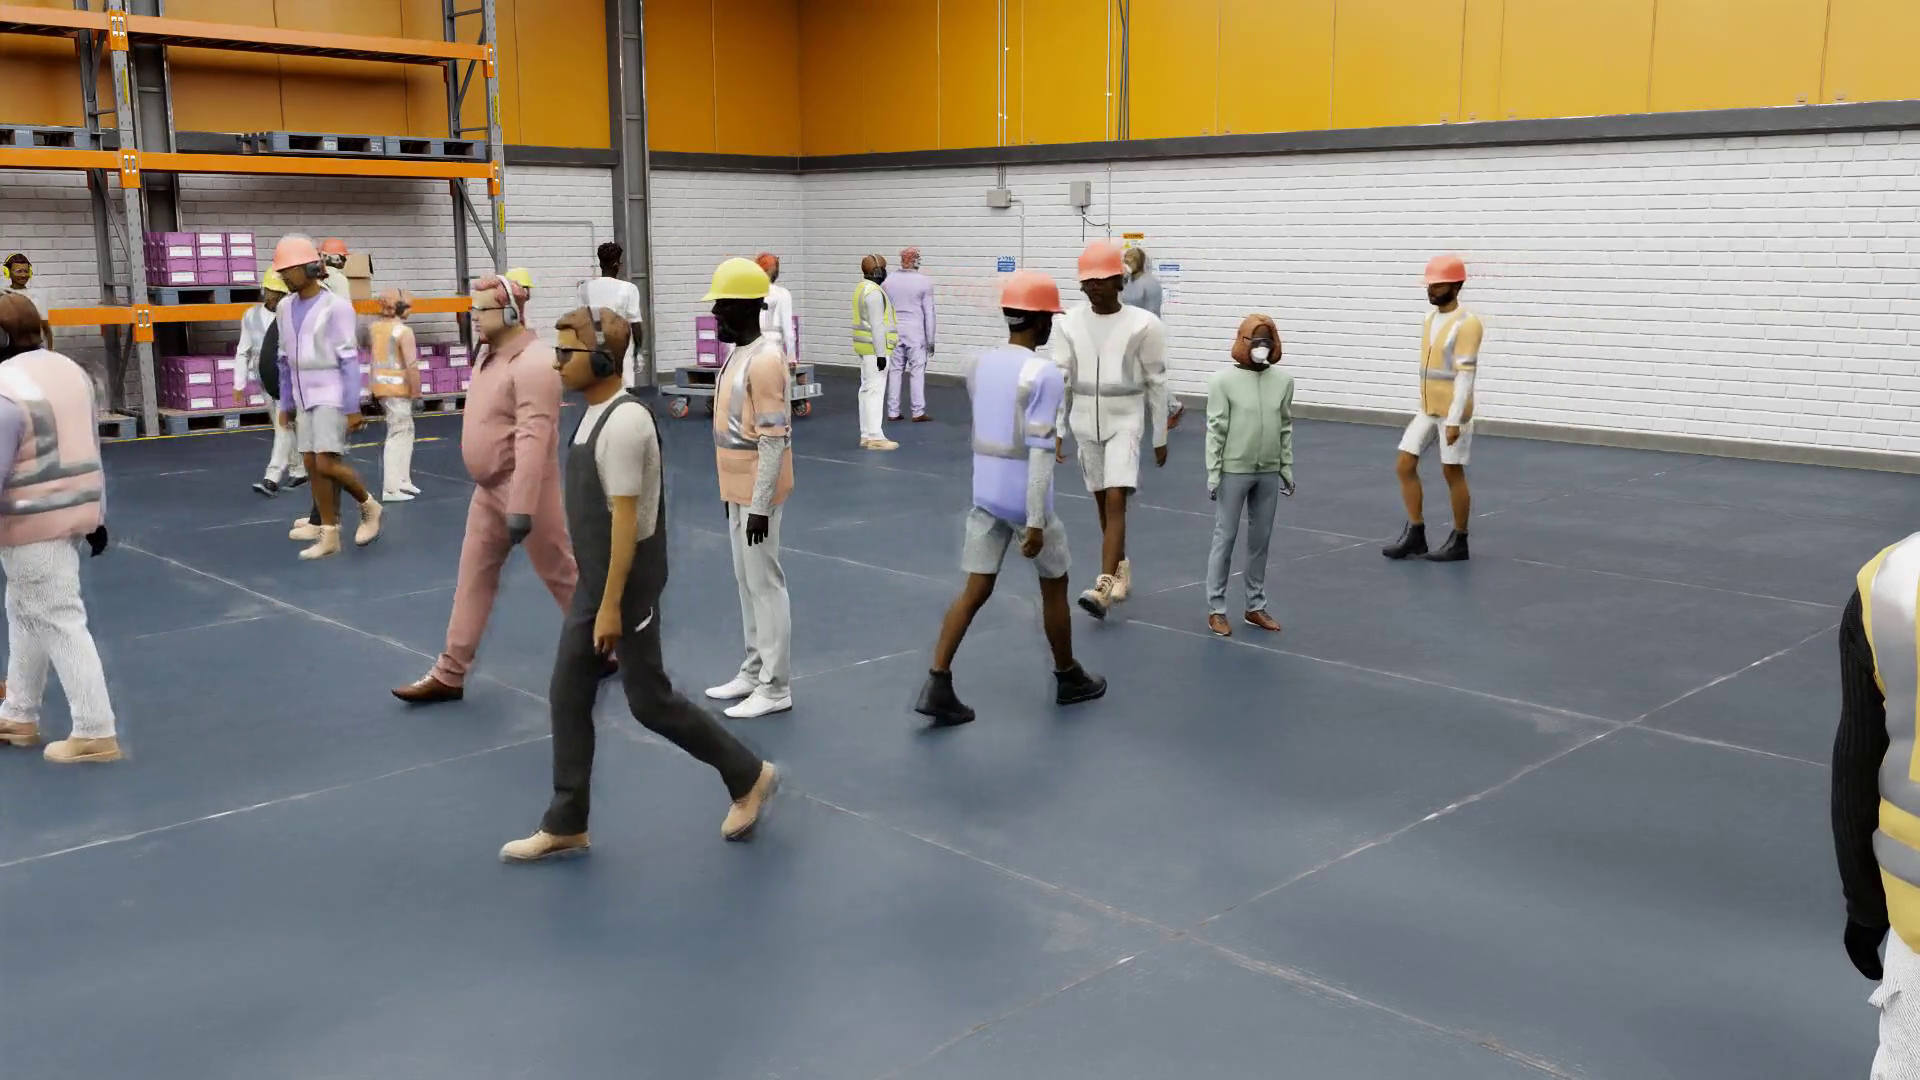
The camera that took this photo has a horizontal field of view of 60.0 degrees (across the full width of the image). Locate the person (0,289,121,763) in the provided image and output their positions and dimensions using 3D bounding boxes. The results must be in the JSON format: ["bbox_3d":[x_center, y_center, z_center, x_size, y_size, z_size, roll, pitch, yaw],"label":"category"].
[{"bbox_3d":[-3.637,-0.037,6.359,0.823,1.810,0.663,0,10,0],"label":"person"}]

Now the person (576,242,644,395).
[{"bbox_3d":[-3.155,-1.708,15.058,0.613,1.963,0.361,2,11,9],"label":"person"}]

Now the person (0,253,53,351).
[{"bbox_3d":[-8.481,-1.656,15.079,0.508,1.860,0.334,-10,14,-42],"label":"person"}]

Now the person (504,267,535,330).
[{"bbox_3d":[-3.692,-1.398,13.922,0.369,1.749,0.541,-6,12,-30],"label":"person"}]

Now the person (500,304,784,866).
[{"bbox_3d":[-1.042,0.147,5.385,0.869,1.817,0.523,-6,12,-28],"label":"person"}]

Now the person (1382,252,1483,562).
[{"bbox_3d":[2.905,-0.798,10.249,0.697,1.911,0.573,-3,11,-18],"label":"person"}]

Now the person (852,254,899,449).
[{"bbox_3d":[-0.798,-1.785,15.811,0.429,1.846,0.633,-3,11,-15],"label":"person"}]

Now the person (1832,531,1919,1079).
[{"bbox_3d":[1.695,0.640,2.606,0.429,1.840,0.633,-7,12,-32],"label":"person"}]

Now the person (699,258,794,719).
[{"bbox_3d":[-0.893,-0.215,7.027,0.367,1.927,0.587,-4,11,-20],"label":"person"}]

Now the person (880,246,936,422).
[{"bbox_3d":[-0.554,-2.233,18.101,0.660,1.907,0.408,5,12,26],"label":"person"}]

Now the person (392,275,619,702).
[{"bbox_3d":[-1.958,-0.218,7.252,1.020,1.852,0.666,-8,13,-39],"label":"person"}]

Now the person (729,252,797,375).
[{"bbox_3d":[-1.798,-1.693,15.240,0.623,1.865,0.420,4,11,21],"label":"person"}]

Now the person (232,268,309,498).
[{"bbox_3d":[-5.332,-1.214,12.882,0.652,1.768,0.909,2,11,9],"label":"person"}]

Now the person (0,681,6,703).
[{"bbox_3d":[-4.548,-0.157,6.838,0.620,1.892,1.012,8,13,37],"label":"person"}]

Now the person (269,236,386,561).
[{"bbox_3d":[-3.983,-0.878,10.406,0.622,2.025,0.568,6,12,30],"label":"person"}]

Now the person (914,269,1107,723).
[{"bbox_3d":[0.198,-0.179,6.948,0.985,1.895,0.559,-10,14,-42],"label":"person"}]

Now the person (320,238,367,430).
[{"bbox_3d":[-6.505,-2.146,17.368,0.617,1.993,0.396,8,13,39],"label":"person"}]

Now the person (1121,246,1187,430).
[{"bbox_3d":[1.898,-1.990,16.740,0.702,1.921,0.638,-5,12,-27],"label":"person"}]

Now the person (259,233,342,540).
[{"bbox_3d":[-4.404,-1.029,11.156,0.537,2.000,0.678,-3,11,-15],"label":"person"}]

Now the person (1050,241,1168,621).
[{"bbox_3d":[0.754,-0.579,8.843,0.605,1.978,1.077,5,11,24],"label":"person"}]

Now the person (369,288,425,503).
[{"bbox_3d":[-4.247,-1.104,12.694,0.539,1.617,0.561,9,14,40],"label":"person"}]

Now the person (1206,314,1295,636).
[{"bbox_3d":[1.477,-0.331,8.460,0.507,1.631,0.276,-4,11,-22],"label":"person"}]
